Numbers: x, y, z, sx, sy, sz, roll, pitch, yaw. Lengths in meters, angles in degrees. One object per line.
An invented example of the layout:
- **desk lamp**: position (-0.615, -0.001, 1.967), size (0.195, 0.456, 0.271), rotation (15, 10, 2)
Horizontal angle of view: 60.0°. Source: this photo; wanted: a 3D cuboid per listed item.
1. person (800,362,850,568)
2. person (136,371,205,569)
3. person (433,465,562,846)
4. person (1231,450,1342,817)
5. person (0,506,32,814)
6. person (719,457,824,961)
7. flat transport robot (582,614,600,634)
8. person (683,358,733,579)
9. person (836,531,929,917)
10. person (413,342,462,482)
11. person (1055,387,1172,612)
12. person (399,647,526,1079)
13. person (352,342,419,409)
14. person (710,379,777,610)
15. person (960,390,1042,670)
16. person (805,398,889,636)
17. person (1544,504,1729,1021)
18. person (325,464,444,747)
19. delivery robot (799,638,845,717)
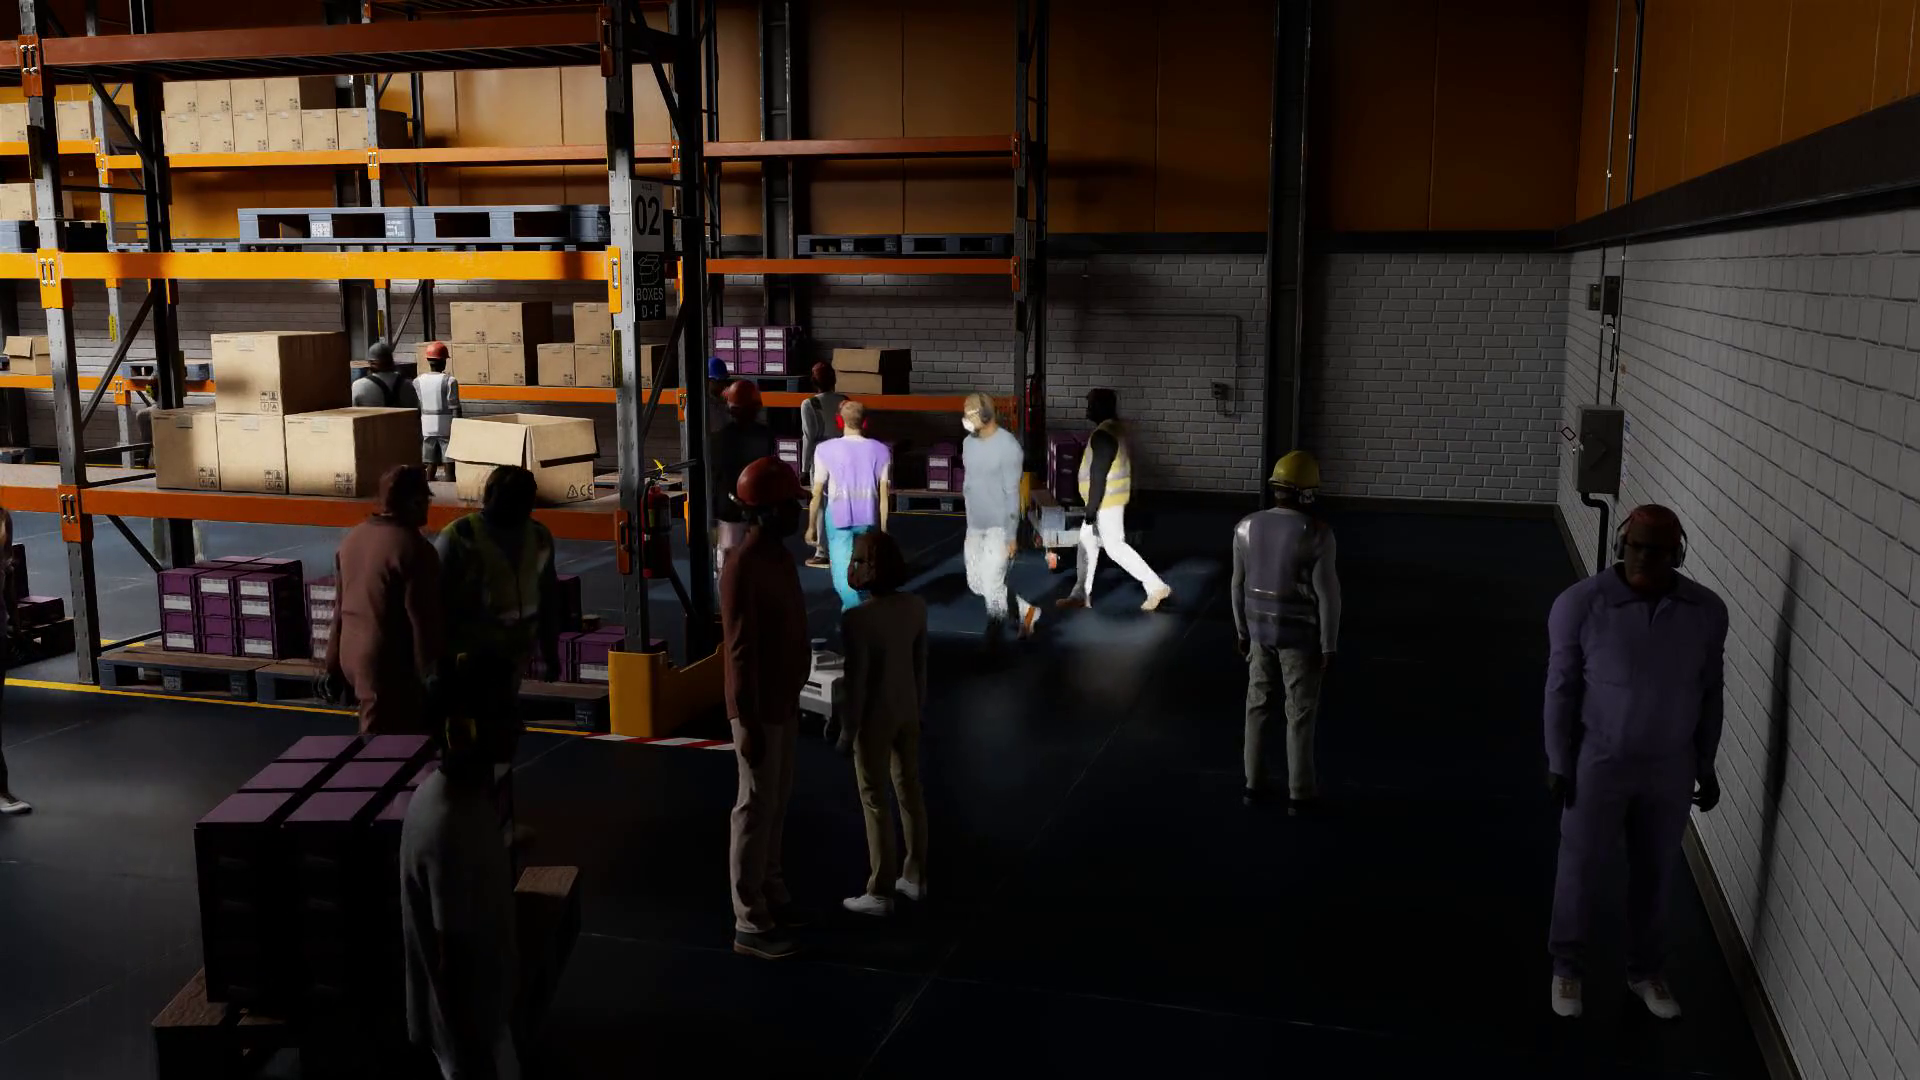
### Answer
- **person**: position (-1.219, -0.683, 15.211), size (0.576, 1.881, 0.352), rotation (-8, 12, -41)
- **person**: position (-7.049, -0.600, 14.876), size (0.943, 1.833, 0.532), rotation (9, 13, 42)
- **person**: position (-2.197, 0.544, 7.991), size (0.772, 1.801, 0.661), rotation (7, 12, 37)
- **person**: position (1.654, 0.463, 8.373), size (0.599, 1.830, 0.403), rotation (9, 13, 44)
- **person**: position (-4.865, 0.451, 8.157), size (0.385, 1.925, 0.592), rotation (5, 10, 26)
- **person**: position (-0.762, 0.661, 6.669), size (0.379, 1.995, 0.622), rotation (2, 9, 9)
- **flat transport robot**: position (-3.359, 0.649, 11.984), size (1.431, 0.197, 0.652), rotation (3, 10, 16)
- **person**: position (-2.179, -0.638, 14.729), size (0.390, 1.949, 0.602), rotation (6, 11, 34)
- **person**: position (-0.327, 0.776, 7.071), size (0.269, 1.632, 0.505), rotation (8, 12, 40)
- **person**: position (-5.627, -1.172, 18.021), size (0.545, 1.938, 0.359), rotation (2, 10, 12)
- **person**: position (1.235, -0.313, 13.210), size (0.896, 1.812, 0.630), rotation (1, 9, 9)
- **person**: position (-1.203, 1.173, 3.970), size (0.607, 1.859, 0.530), rotation (-2, 10, -12)
- **person**: position (-5.841, -1.035, 16.871), size (0.987, 2.000, 0.685), rotation (9, 13, 42)
- **person**: position (-1.535, -0.171, 11.843), size (0.637, 1.960, 0.542), rotation (-7, 12, -38)
- **person**: position (0.283, -0.086, 11.472), size (0.676, 1.916, 0.651), rotation (-7, 12, -36)
- **person**: position (-0.768, -0.109, 11.937), size (0.584, 1.818, 0.880), rotation (-5, 11, -28)
- **person**: position (2.452, 0.811, 6.043), size (0.643, 1.905, 0.399), rotation (0, 9, 3)
- **person**: position (-2.665, 0.594, 7.569), size (0.660, 1.856, 0.838), rotation (8, 13, 42)
- **delivery robot**: position (-0.831, 0.823, 9.777), size (0.707, 0.478, 0.477), rotation (9, 13, 43)
